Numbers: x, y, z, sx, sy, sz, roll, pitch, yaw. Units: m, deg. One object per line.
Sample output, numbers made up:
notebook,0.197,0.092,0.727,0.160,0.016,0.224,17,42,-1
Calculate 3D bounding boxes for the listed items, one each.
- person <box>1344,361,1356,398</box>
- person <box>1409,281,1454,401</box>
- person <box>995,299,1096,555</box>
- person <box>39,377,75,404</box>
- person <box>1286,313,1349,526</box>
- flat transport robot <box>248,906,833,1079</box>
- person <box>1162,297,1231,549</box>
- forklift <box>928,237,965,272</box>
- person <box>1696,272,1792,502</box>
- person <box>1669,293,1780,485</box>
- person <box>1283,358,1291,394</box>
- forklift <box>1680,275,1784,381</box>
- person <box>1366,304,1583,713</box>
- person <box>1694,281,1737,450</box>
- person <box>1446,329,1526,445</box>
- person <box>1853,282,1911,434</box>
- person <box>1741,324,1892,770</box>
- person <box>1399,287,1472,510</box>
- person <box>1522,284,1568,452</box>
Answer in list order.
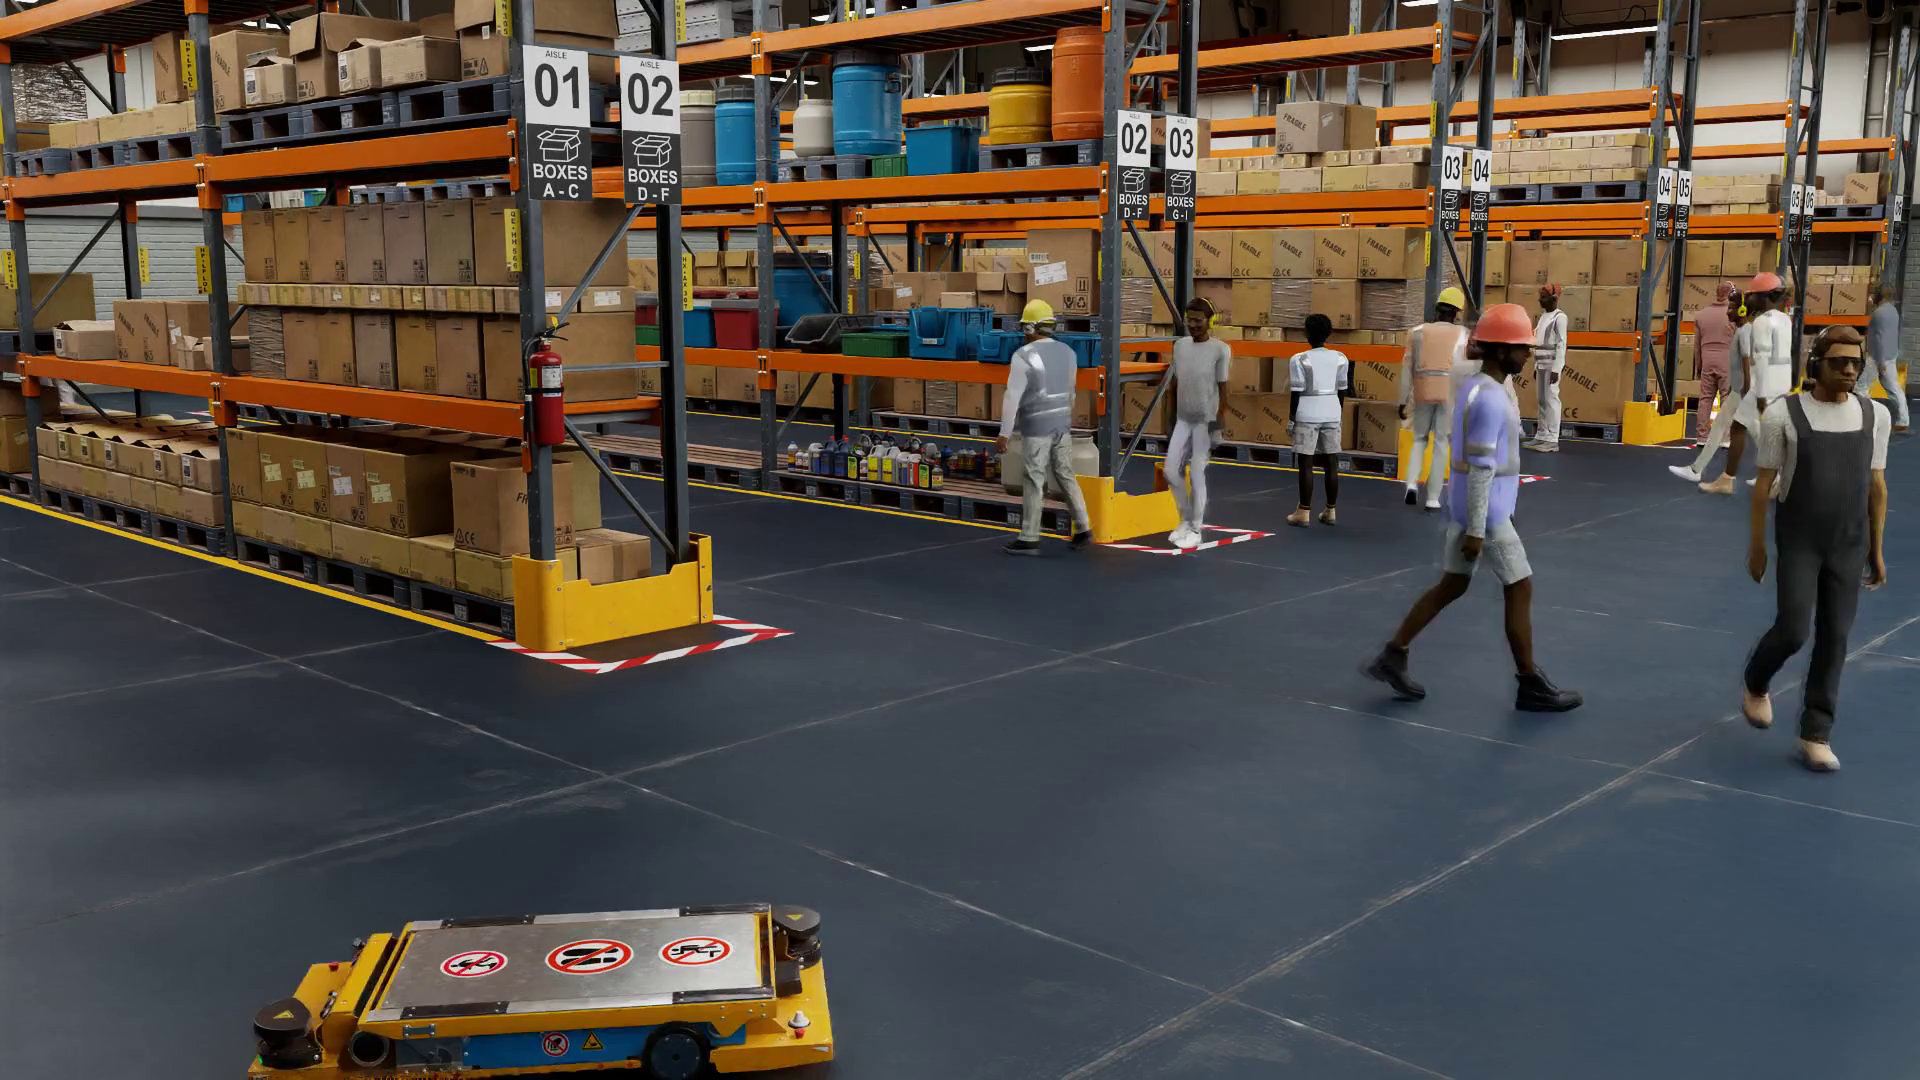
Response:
person,4.914,-2.367,21.270,0.377,1.917,0.599,8,12,39
person,5.609,-2.157,19.951,1.011,1.943,0.644,4,10,22
person,0.582,-0.800,11.940,0.739,1.835,0.480,-8,12,-41
person,-10.969,-2.141,19.954,1.020,1.886,0.654,6,11,34
person,2.857,-0.965,13.347,0.534,1.698,0.318,-3,10,-20
flat transport robot,-1.076,1.216,4.468,1.431,0.197,0.652,-1,9,-8
person,1.718,-0.851,12.187,0.550,1.845,0.414,8,12,40
forklift,-0.326,-5.817,39.609,1.129,2.768,1.873,9,13,43
person,7.050,-1.355,14.774,0.626,2.006,0.899,-8,12,-40
person,7.381,-1.433,15.844,1.002,1.819,0.547,6,11,32
person,4.000,-1.931,19.625,0.518,1.583,0.872,-7,12,-37
forklift,12.480,-3.427,27.053,1.214,2.155,2.313,9,13,43
person,2.406,-0.153,7.780,0.964,1.902,0.559,1,9,8
person,8.742,-2.003,19.074,0.409,1.909,0.642,-6,11,-34
person,4.131,-0.878,13.123,0.847,1.574,0.533,-8,13,-42
person,11.433,-2.267,20.776,1.039,1.880,0.648,8,13,42
person,3.570,0.013,6.953,0.514,1.830,0.555,1,9,3
person,4.098,-1.211,14.244,0.615,1.890,0.542,4,10,24
person,6.644,-1.949,18.813,0.350,1.882,0.581,-1,9,-4
